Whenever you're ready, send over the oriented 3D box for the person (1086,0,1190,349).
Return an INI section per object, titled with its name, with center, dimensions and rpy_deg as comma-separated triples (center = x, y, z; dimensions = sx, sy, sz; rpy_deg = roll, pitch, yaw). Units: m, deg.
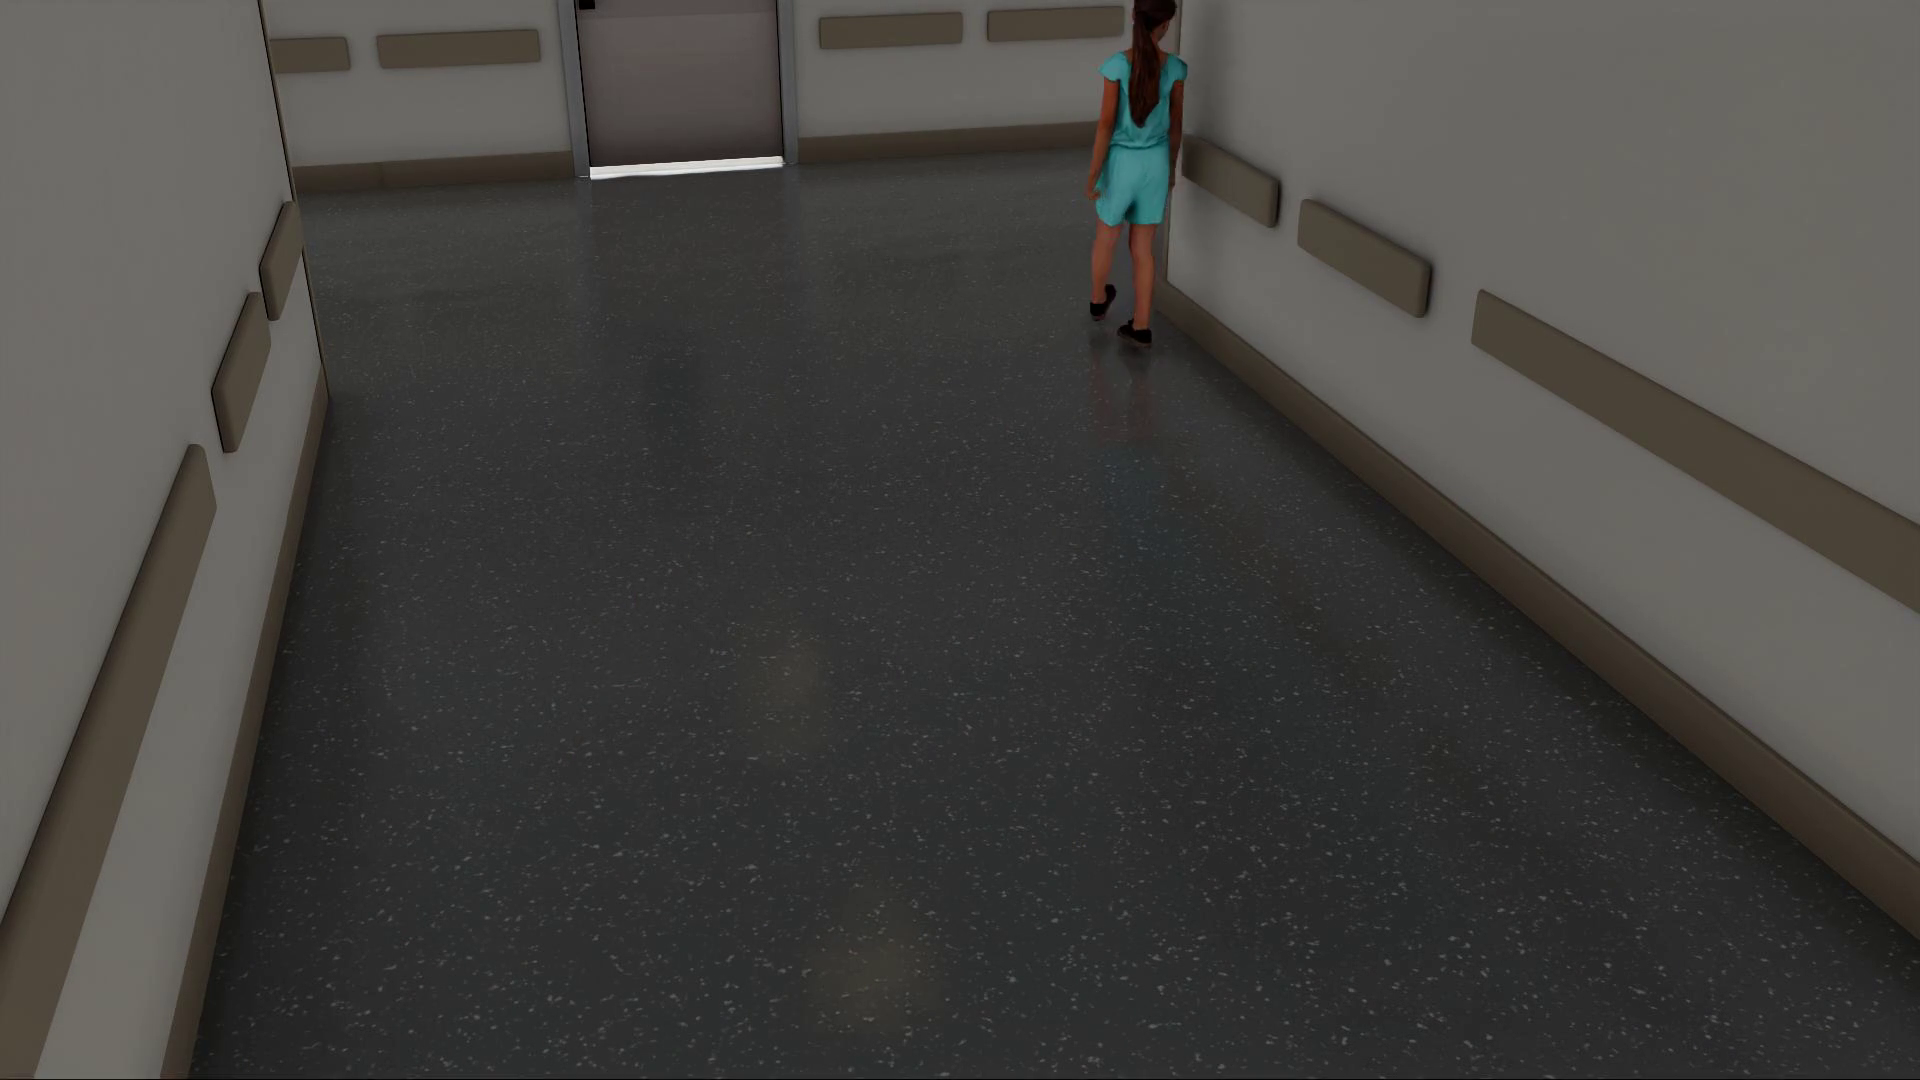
[person]
center = 0.790, -1.587, 7.251
dimensions = 0.885, 1.525, 0.756
rpy_deg = -3, 26, -7
